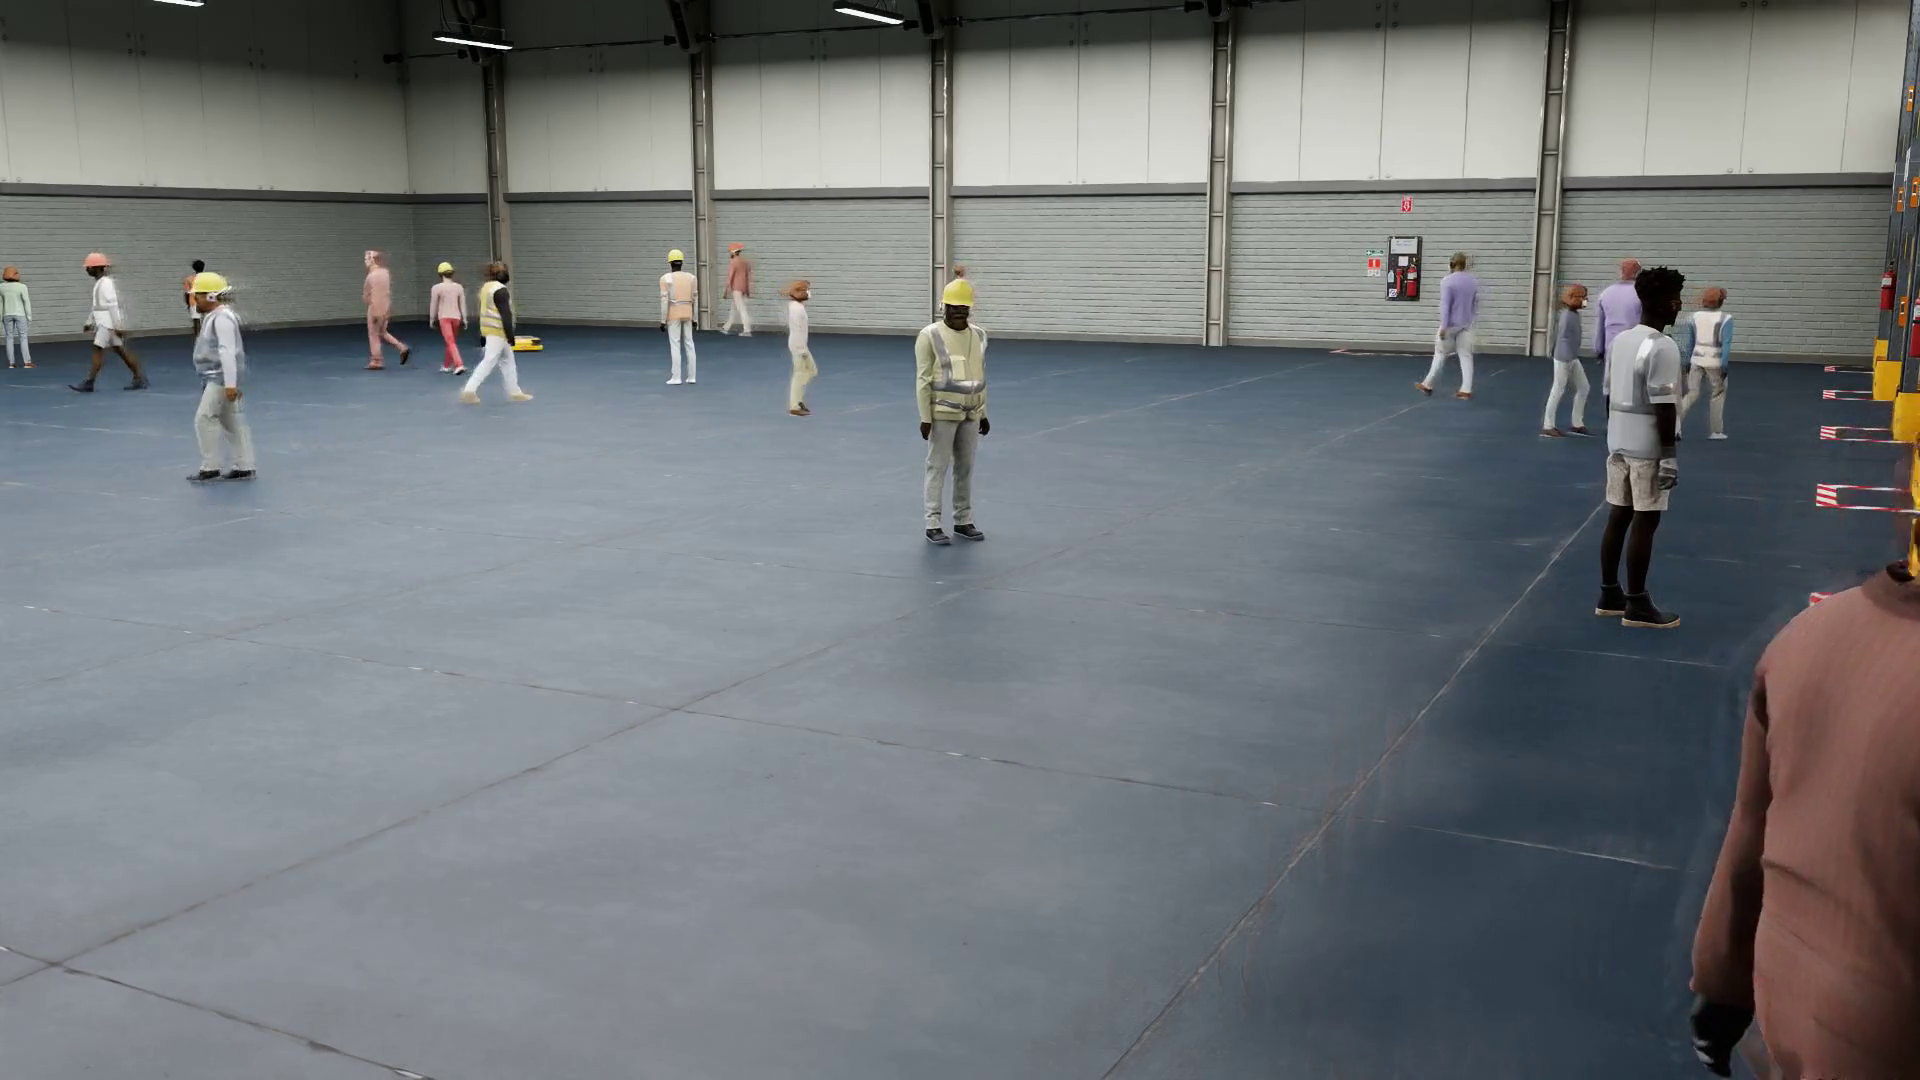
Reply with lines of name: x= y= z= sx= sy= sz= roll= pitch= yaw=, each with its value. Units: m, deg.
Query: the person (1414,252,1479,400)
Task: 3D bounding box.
person: x=6.420 y=-2.801 z=21.789 sx=0.663 sy=1.894 sz=0.966 roll=-5 pitch=12 yaw=-25

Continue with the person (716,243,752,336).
person: x=-4.821 y=-5.294 z=35.235 sx=0.981 sy=1.946 sz=0.652 roll=4 pitch=11 yaw=22

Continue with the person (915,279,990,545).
person: x=-0.030 y=-0.886 z=11.539 sx=0.596 sy=1.828 sz=0.403 roll=-8 pitch=13 yaw=-37

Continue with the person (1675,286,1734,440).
person: x=7.707 y=-1.821 z=17.232 sx=0.740 sy=1.616 sz=0.522 roll=-6 pitch=12 yaw=-31

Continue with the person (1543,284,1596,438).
person: x=6.462 y=-1.865 z=17.450 sx=0.624 sy=1.608 sz=0.537 roll=7 pitch=13 yaw=35

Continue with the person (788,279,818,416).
person: x=-1.866 y=-2.269 z=19.655 sx=0.375 sy=1.617 sz=0.521 roll=-1 pitch=10 yaw=-4

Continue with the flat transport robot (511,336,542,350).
flat transport robot: x=-8.255 y=-3.683 z=31.044 sx=0.652 sy=0.197 sz=1.431 roll=-5 pitch=11 yaw=-23

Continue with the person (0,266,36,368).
person: x=-15.230 y=-3.589 z=26.814 sx=0.502 sy=1.633 sz=0.280 roll=-1 pitch=10 yaw=-7

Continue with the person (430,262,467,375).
person: x=-7.836 y=-3.396 z=25.532 sx=0.931 sy=1.719 sz=0.535 roll=10 pitch=14 yaw=43

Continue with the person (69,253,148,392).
person: x=-11.675 y=-2.964 z=22.727 sx=0.981 sy=1.892 sz=0.556 roll=-6 pitch=12 yaw=-29

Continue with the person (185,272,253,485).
person: x=-6.464 y=-1.377 z=14.269 sx=0.681 sy=1.806 sz=0.615 roll=-5 pitch=12 yaw=-27

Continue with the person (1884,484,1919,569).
person: x=6.303 y=-0.689 z=10.394 sx=0.677 sy=1.856 sz=0.521 roll=4 pitch=11 yaw=19

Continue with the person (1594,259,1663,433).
person: x=7.157 y=-2.035 z=17.683 sx=0.791 sy=1.872 sz=0.663 roll=-6 pitch=12 yaw=-30

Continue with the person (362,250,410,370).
person: x=-9.195 y=-3.651 z=26.439 sx=0.636 sy=1.892 sz=0.653 roll=0 pitch=10 yaw=-1

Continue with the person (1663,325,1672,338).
person: x=9.312 y=-2.752 z=22.231 sx=0.306 sy=1.639 sz=0.524 roll=-3 pitch=11 yaw=-18

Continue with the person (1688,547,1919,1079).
person: x=1.484 y=0.758 z=2.459 sx=0.979 sy=1.861 sz=0.670 roll=0 pitch=10 yaw=-3

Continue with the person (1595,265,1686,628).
person: x=3.745 y=-0.508 z=9.107 sx=0.361 sy=1.965 sz=0.613 roll=-1 pitch=10 yaw=-7

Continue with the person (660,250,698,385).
person: x=-4.028 y=-3.181 z=23.794 sx=0.593 sy=1.923 sz=0.382 roll=-8 pitch=13 yaw=-37

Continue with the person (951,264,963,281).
person: x=0.025 y=-4.182 z=30.095 sx=0.708 sy=1.612 sz=0.517 roll=2 pitch=11 yaw=9

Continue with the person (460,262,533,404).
person: x=-5.953 y=-2.629 z=21.130 sx=0.932 sy=1.806 sz=0.609 roll=-6 pitch=12 yaw=-29

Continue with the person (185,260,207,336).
person: x=-14.444 y=-4.491 z=31.634 sx=0.532 sy=1.665 sz=0.793 roll=-4 pitch=11 yaw=-21
